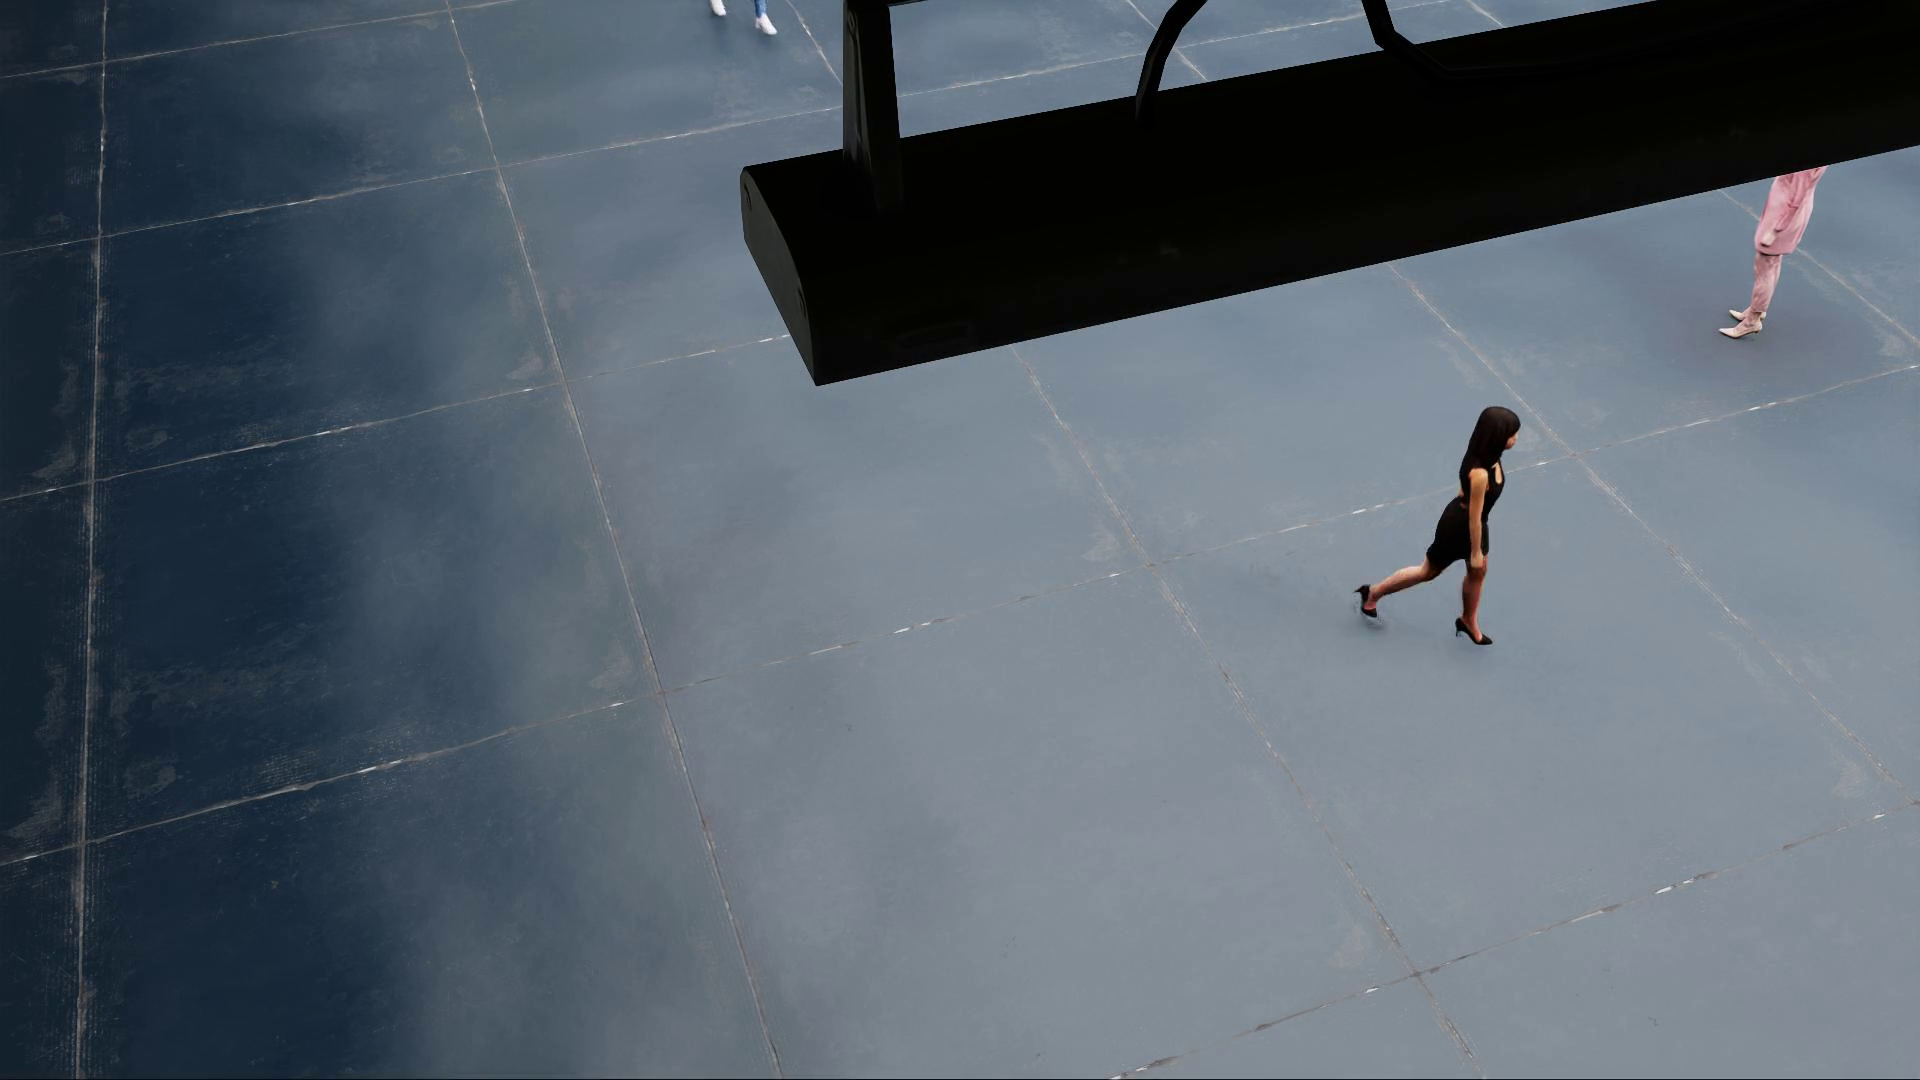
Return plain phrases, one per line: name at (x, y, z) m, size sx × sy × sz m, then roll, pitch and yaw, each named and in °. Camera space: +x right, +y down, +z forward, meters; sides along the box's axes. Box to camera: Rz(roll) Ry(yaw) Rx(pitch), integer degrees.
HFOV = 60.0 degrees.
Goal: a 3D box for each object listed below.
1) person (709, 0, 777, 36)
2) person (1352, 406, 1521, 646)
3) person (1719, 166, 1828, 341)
person at (-2.022, -5.306, 14.664) m, size 0.865 × 1.597 × 1.165 m, roll -29°, pitch 50°, yaw -28°
person at (2.627, -0.060, 9.029) m, size 1.058 × 1.620 × 0.985 m, roll 19°, pitch 46°, yaw 19°
person at (5.524, -2.144, 11.127) m, size 0.708 × 1.803 × 0.692 m, roll 26°, pitch 49°, yaw 25°
